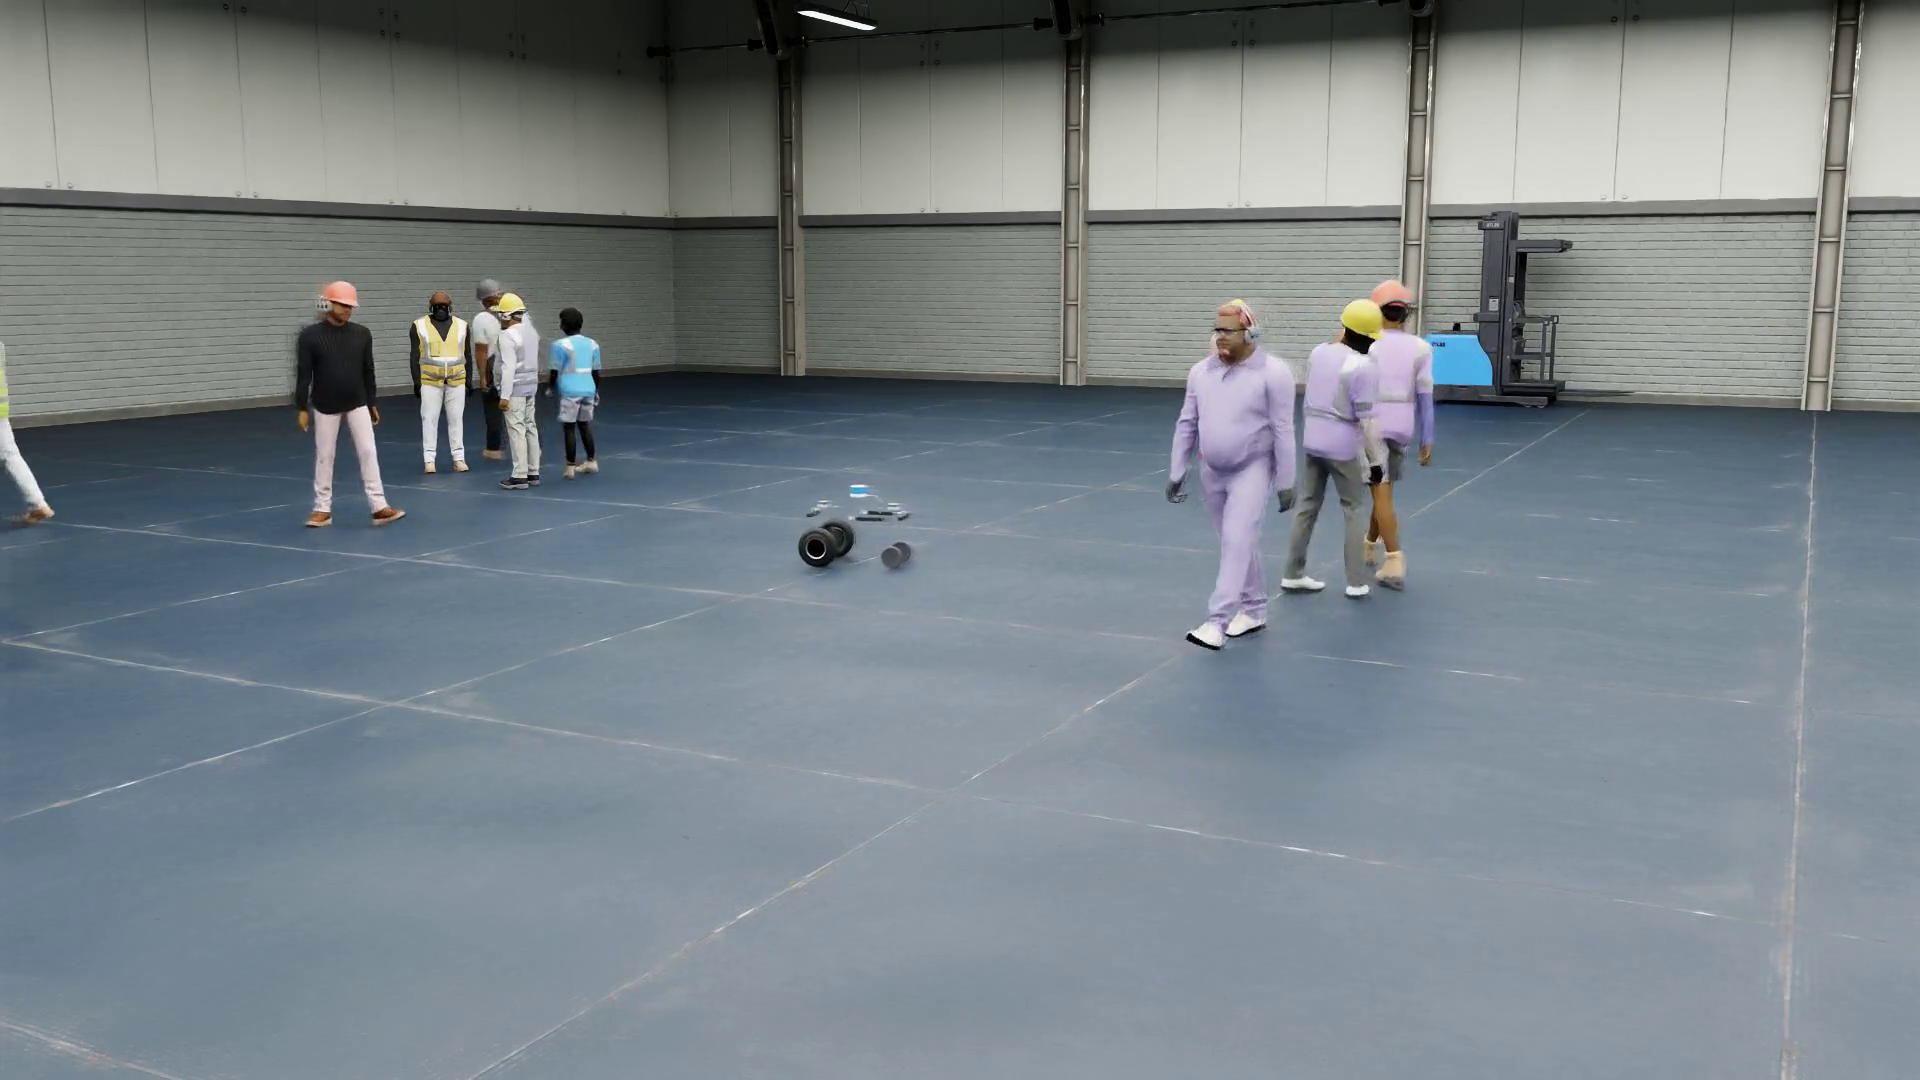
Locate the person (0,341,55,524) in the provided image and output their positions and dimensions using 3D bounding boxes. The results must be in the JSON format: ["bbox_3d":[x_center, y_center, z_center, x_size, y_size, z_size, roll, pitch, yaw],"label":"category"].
[{"bbox_3d":[-7.682,-0.961,13.098,0.528,1.807,0.813,1,9,8],"label":"person"}]

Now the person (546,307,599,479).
[{"bbox_3d":[-3.834,-1.456,16.498,0.446,1.683,0.532,5,11,30],"label":"person"}]

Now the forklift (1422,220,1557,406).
[{"bbox_3d":[8.245,-3.527,25.720,1.873,2.768,1.129,5,10,27],"label":"forklift"}]

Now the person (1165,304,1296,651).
[{"bbox_3d":[1.435,-0.341,9.071,0.668,1.857,0.976,9,13,44],"label":"person"}]

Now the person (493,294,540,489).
[{"bbox_3d":[-4.208,-1.411,15.762,0.404,1.830,0.599,2,9,13],"label":"person"}]

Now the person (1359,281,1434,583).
[{"bbox_3d":[2.827,-0.730,11.130,0.614,1.985,1.083,-2,9,-13],"label":"person"}]

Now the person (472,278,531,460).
[{"bbox_3d":[-4.886,-1.836,17.873,0.699,2.000,1.001,-8,12,-41],"label":"person"}]

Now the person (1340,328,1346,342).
[{"bbox_3d":[4.534,-1.895,19.161,0.317,1.695,0.540,6,11,34],"label":"person"}]

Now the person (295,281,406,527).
[{"bbox_3d":[-4.942,-1.075,13.324,0.720,1.961,0.643,-8,12,-39],"label":"person"}]

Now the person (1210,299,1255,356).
[{"bbox_3d":[2.721,-1.503,16.540,0.533,1.765,0.329,-5,10,-27],"label":"person"}]

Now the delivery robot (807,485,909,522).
[{"bbox_3d":[-0.721,-0.271,11.705,0.698,0.223,0.335,2,9,13],"label":"delivery robot"}]

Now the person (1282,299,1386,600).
[{"bbox_3d":[2.386,-0.569,10.439,0.475,1.874,0.627,-6,11,-32],"label":"person"}]

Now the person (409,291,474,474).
[{"bbox_3d":[-5.267,-1.605,16.952,0.621,1.838,0.429,-5,10,-27],"label":"person"}]
